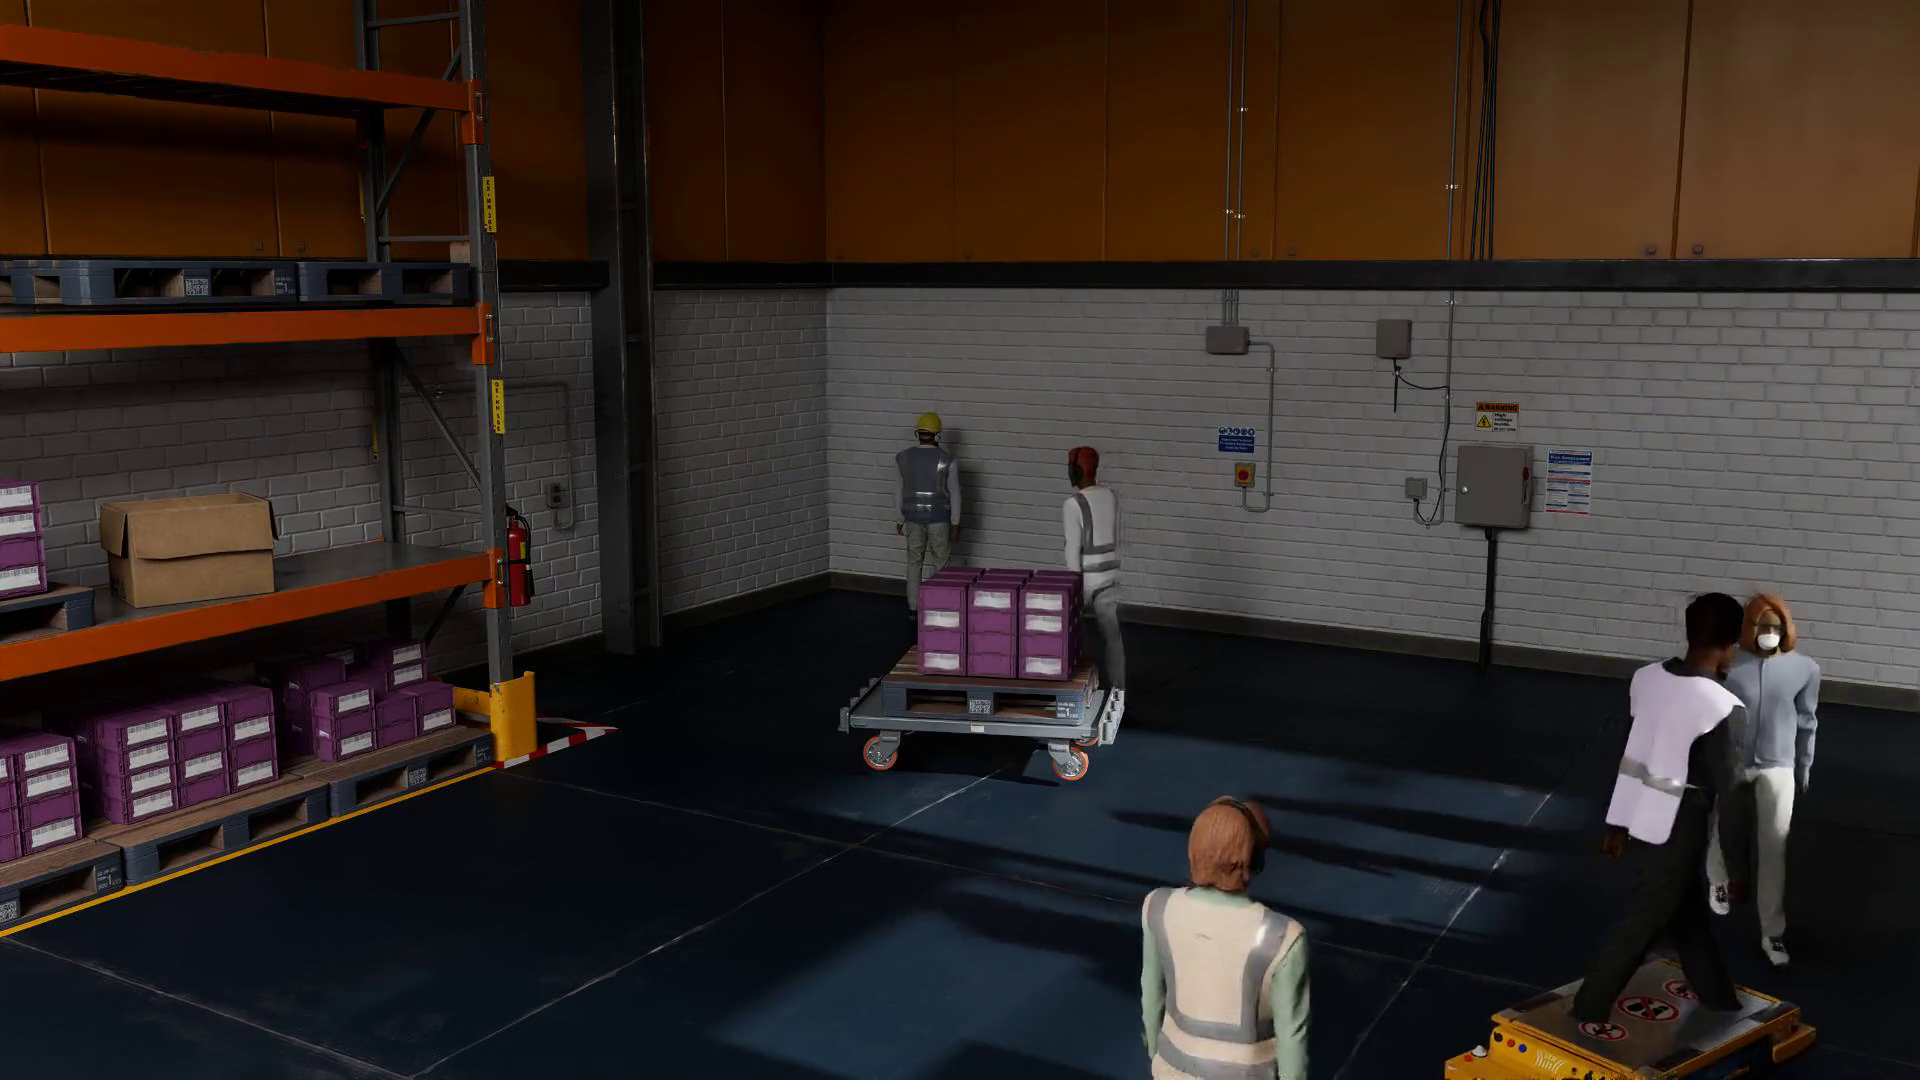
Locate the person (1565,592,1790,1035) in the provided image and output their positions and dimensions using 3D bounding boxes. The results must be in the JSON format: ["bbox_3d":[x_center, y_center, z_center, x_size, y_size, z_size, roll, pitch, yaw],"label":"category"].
[{"bbox_3d":[2.705,1.117,6.257,1.001,1.850,0.603,-1,9,-4],"label":"person"}]

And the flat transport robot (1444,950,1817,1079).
[{"bbox_3d":[2.567,1.893,6.315,1.431,0.197,0.652,-6,11,-35],"label":"flat transport robot"}]

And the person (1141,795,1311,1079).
[{"bbox_3d":[0.720,1.497,4.559,0.524,1.629,0.370,6,11,33],"label":"person"}]

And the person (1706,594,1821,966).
[{"bbox_3d":[3.624,1.033,7.595,0.505,1.596,0.831,3,10,20],"label":"person"}]

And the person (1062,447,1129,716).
[{"bbox_3d":[0.806,0.264,11.570,0.586,1.846,0.941,-8,12,-42],"label":"person"}]

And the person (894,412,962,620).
[{"bbox_3d":[-0.274,-0.205,14.550,0.600,1.830,0.403,2,9,13],"label":"person"}]
